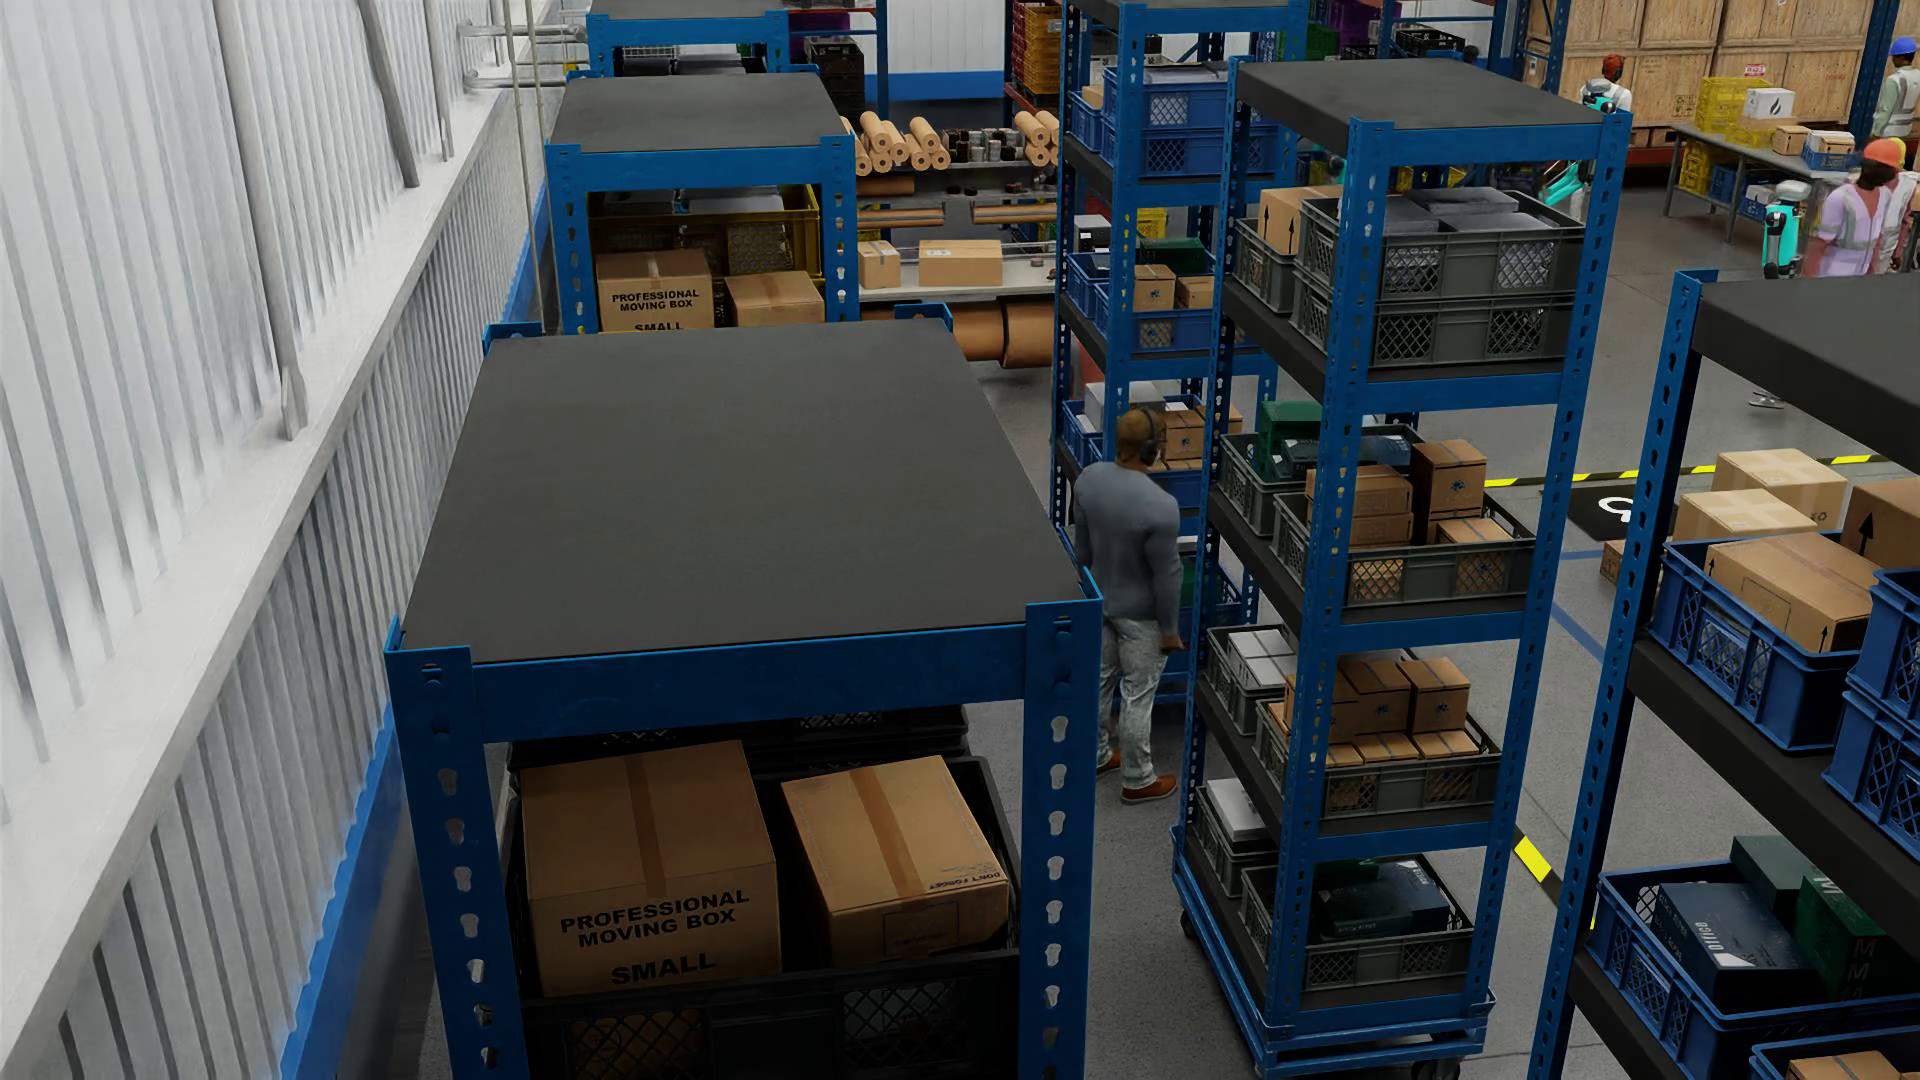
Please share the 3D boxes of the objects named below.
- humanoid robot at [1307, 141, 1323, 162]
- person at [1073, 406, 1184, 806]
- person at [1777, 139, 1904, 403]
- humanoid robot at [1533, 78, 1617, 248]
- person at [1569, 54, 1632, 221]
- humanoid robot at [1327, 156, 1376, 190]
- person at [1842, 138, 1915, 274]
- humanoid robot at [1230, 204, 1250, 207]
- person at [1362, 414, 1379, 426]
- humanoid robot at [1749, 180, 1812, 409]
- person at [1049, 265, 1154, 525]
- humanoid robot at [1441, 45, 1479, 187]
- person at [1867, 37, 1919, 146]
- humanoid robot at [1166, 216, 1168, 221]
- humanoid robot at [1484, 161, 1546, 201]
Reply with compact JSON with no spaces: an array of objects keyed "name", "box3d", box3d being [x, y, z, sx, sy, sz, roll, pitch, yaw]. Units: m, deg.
[{"name":"humanoid robot","box3d":[4.237,-4.605,18.554,0.868,1.755,0.530,19,31,35]},{"name":"person","box3d":[0.777,0.308,7.636,0.373,1.937,0.629,-19,31,-35]},{"name":"person","box3d":[6.656,-2.026,12.647,0.765,1.994,0.403,-10,27,-21]},{"name":"humanoid robot","box3d":[5.982,-3.688,16.433,0.735,1.695,0.530,-2,25,-4]},{"name":"person","box3d":[6.593,-4.046,17.160,0.340,1.882,0.579,-19,31,-36]},{"name":"humanoid robot","box3d":[3.182,-2.709,14.472,0.535,1.763,1.013,-13,28,-26]},{"name":"person","box3d":[7.416,-2.378,13.606,0.586,1.824,0.404,3,25,7]},{"name":"humanoid robot","box3d":[3.126,-4.526,18.459,0.379,1.645,0.609,3,25,6]},{"name":"person","box3d":[1.815,0.195,7.979,0.599,1.850,0.386,-2,25,-5]},{"name":"humanoid robot","box3d":[6.204,-1.775,12.242,0.735,1.674,0.533,17,30,32]},{"name":"person","box3d":[0.822,-0.682,9.752,0.603,1.966,0.367,1,25,2]},{"name":"humanoid robot","box3d":[5.847,-4.903,19.304,0.601,1.640,0.514,-19,31,-36]},{"name":"person","box3d":[9.974,-4.390,17.844,0.600,1.939,0.393,-16,29,-31]},{"name":"humanoid robot","box3d":[1.960,-4.215,17.775,0.550,1.830,0.877,-17,30,-32]},{"name":"humanoid robot","box3d":[5.241,-3.308,15.846,0.591,1.646,0.552,5,25,10]}]
